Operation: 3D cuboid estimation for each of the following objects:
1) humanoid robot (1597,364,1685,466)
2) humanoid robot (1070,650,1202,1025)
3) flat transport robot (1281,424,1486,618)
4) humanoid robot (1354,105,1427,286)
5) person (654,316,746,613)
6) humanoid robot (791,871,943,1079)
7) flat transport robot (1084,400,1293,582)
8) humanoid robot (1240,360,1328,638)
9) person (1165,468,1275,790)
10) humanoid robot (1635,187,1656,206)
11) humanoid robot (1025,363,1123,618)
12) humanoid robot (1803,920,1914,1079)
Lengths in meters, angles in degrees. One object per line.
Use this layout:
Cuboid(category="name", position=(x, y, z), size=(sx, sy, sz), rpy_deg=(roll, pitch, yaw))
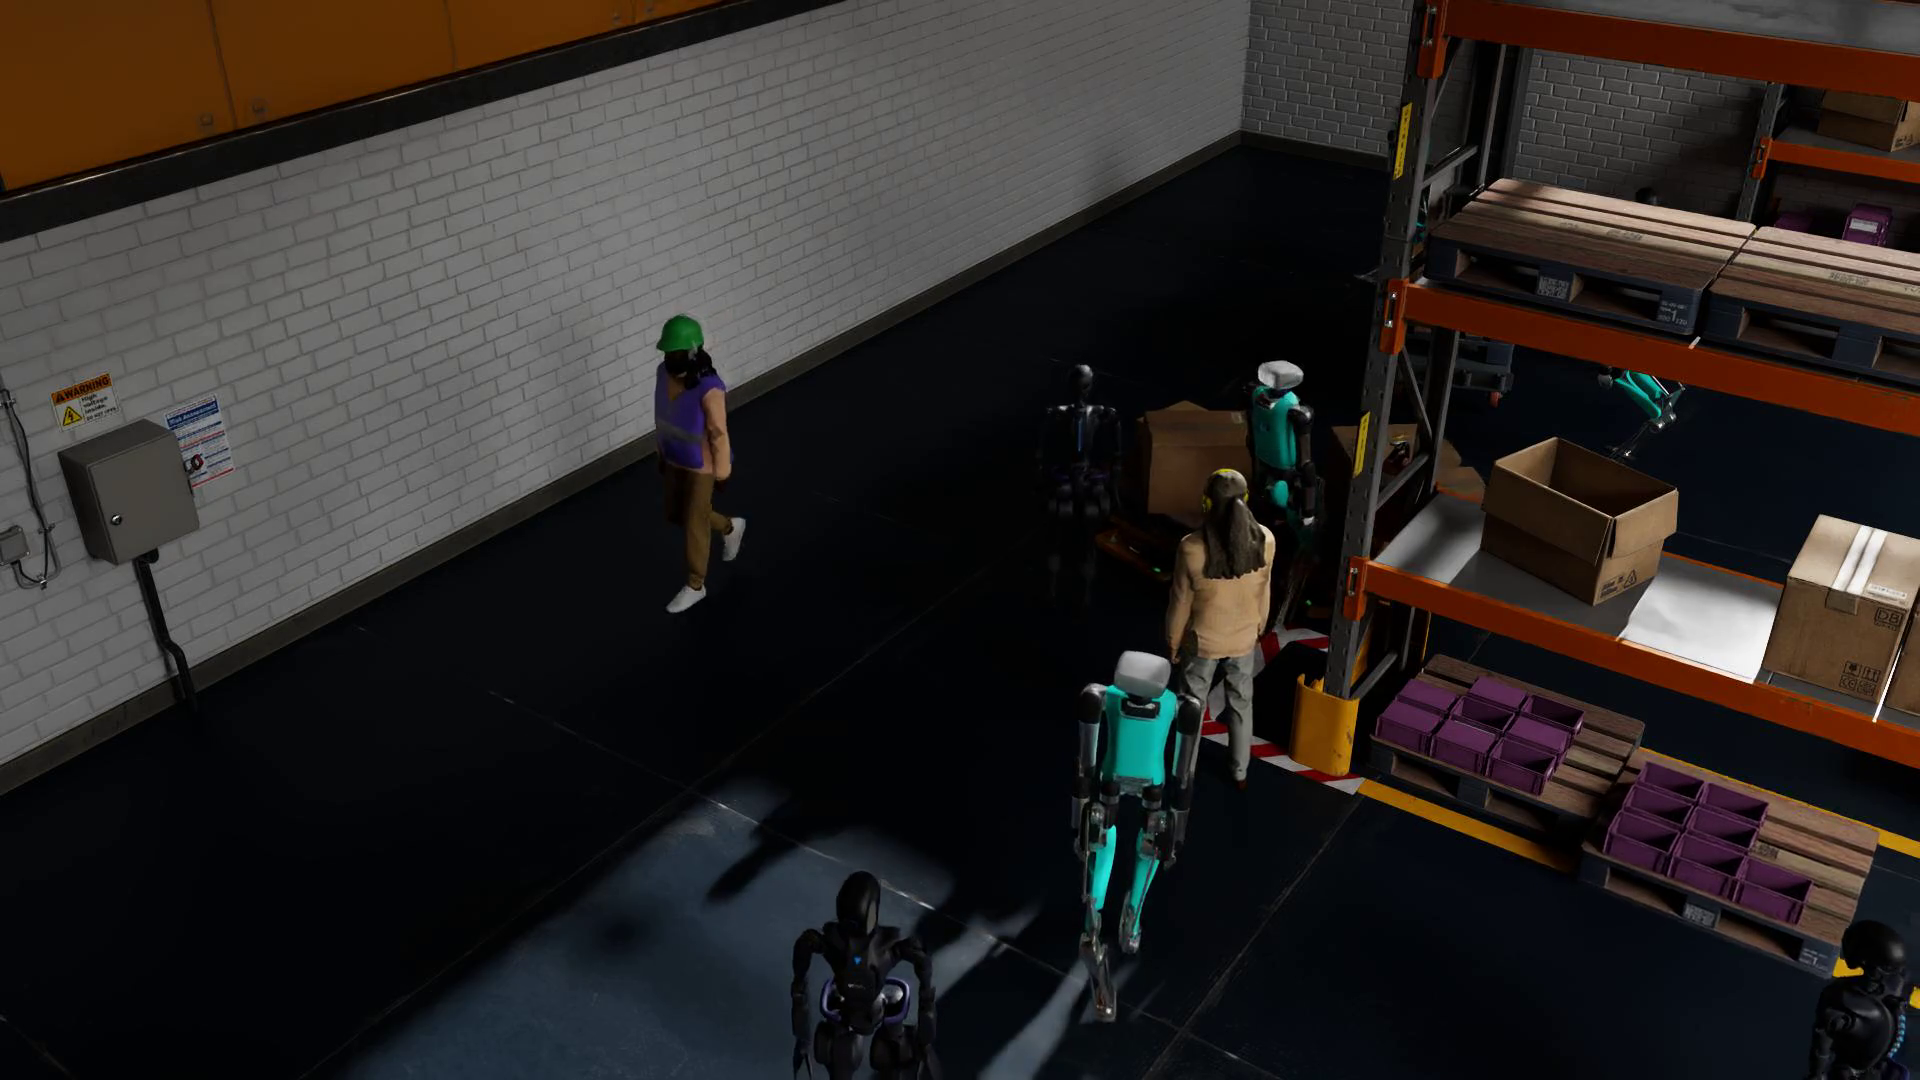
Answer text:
Cuboid(category="humanoid robot", position=(4.801, -1.259, 11.616), size=(0.533, 1.681, 0.735), rpy_deg=(-25, 38, -36))
Cuboid(category="humanoid robot", position=(0.726, 1.355, 7.231), size=(0.550, 1.737, 1.046), rpy_deg=(5, 30, 8))
Cuboid(category="flat transport robot", position=(2.844, 0.229, 10.642), size=(1.431, 0.231, 0.659), rpy_deg=(-2, 30, -4))
Cuboid(category="humanoid robot", position=(4.070, -2.951, 14.726), size=(1.037, 1.752, 0.554), rpy_deg=(17, 34, 27))
Cuboid(category="person", position=(-1.628, -0.515, 10.286), size=(0.548, 1.913, 0.697), rpy_deg=(25, 38, 36))
Cuboid(category="humanoid robot", position=(-0.355, 1.878, 6.442), size=(0.599, 1.639, 0.820), rpy_deg=(2, 30, 4))
Cuboid(category="flat transport robot", position=(1.636, -0.135, 11.274), size=(1.431, 0.231, 0.659), rpy_deg=(-23, 37, -34))
Cuboid(category="humanoid robot", position=(2.103, -0.319, 10.145), size=(0.850, 1.765, 0.533), rpy_deg=(-19, 35, -29))
Cuboid(category="person", position=(1.330, 0.496, 8.590), size=(0.547, 1.870, 0.390), rpy_deg=(-4, 30, -8))
Cuboid(category="humanoid robot", position=(5.371, -2.030, 13.161), size=(0.630, 1.626, 0.509), rpy_deg=(8, 31, 14))
Cuboid(category="humanoid robot", position=(0.702, -0.291, 10.146), size=(0.600, 1.648, 0.365), rpy_deg=(0, 30, 1))
Cuboid(category="humanoid robot", position=(3.291, 2.088, 6.065), size=(0.584, 1.629, 0.714), rpy_deg=(-18, 35, -29))
